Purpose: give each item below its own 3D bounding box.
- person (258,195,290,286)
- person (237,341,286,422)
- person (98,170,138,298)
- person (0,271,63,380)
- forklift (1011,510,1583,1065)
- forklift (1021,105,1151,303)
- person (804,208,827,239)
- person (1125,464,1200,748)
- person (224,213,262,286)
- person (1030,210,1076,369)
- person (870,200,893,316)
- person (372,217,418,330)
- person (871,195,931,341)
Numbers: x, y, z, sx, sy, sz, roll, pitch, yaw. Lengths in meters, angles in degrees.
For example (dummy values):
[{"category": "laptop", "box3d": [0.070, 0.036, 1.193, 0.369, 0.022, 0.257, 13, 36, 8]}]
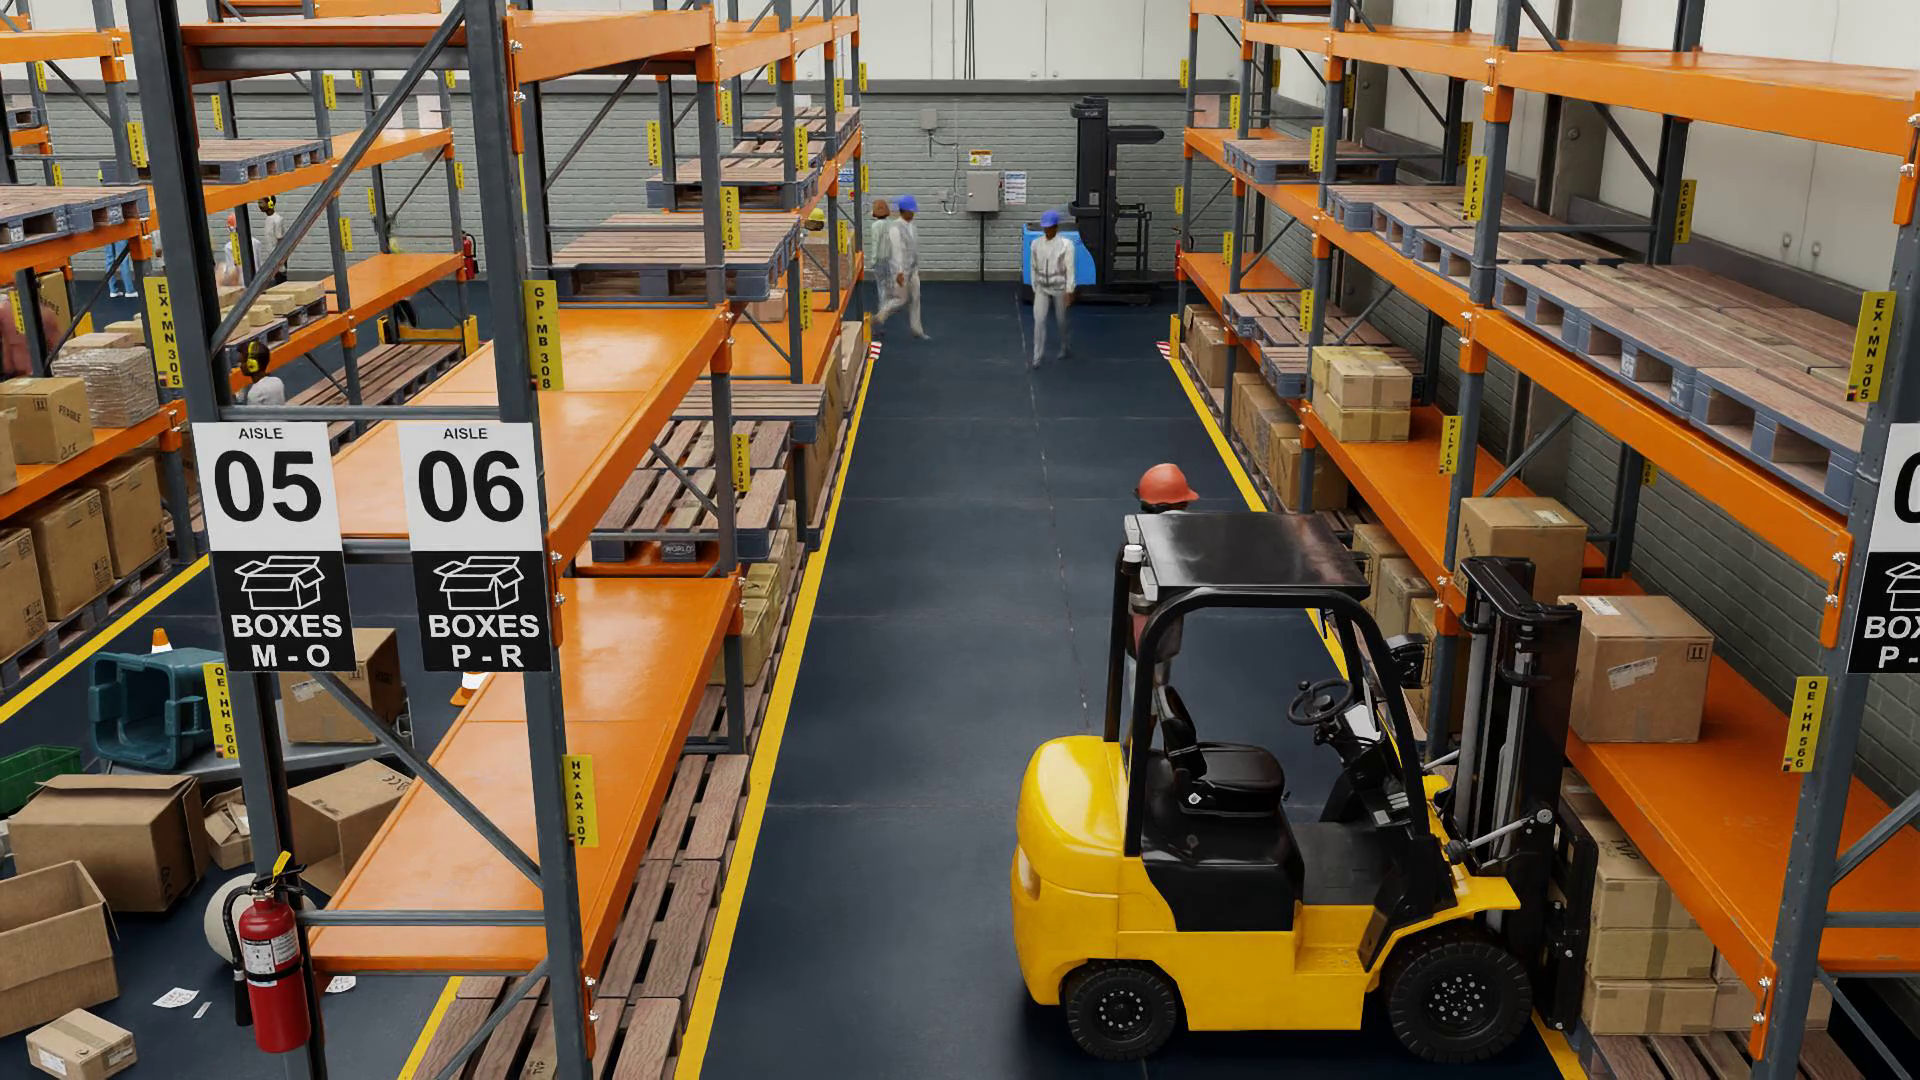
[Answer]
[{"category": "person", "box3d": [-9.251, -3.791, 22.566, 0.334, 1.859, 0.510, -12, 22, -32]}, {"category": "person", "box3d": [-5.403, -0.634, 12.996, 0.316, 1.867, 0.531, 0, 18, -1]}, {"category": "person", "box3d": [-12.612, -4.574, 24.814, 0.594, 1.926, 0.367, 3, 18, 8]}, {"category": "person", "box3d": [-8.955, -1.696, 16.242, 0.660, 1.849, 1.008, 8, 20, 24]}, {"category": "forklift", "box3d": [1.387, 1.055, 7.378, 2.313, 2.155, 1.214, 0, 18, 0]}, {"category": "forklift", "box3d": [1.857, -4.944, 24.441, 1.873, 2.768, 1.129, 0, 18, 0]}, {"category": "person", "box3d": [-1.882, -3.477, 21.810, 0.324, 1.730, 0.491, 0, 18, 0]}, {"category": "person", "box3d": [1.082, 0.574, 9.066, 0.372, 2.043, 0.615, 5, 19, 15]}, {"category": "person", "box3d": [-9.094, -3.266, 21.133, 0.337, 1.749, 0.574, 7, 19, 19]}, {"category": "person", "box3d": [1.161, -3.097, 20.385, 0.615, 1.912, 0.953, 8, 20, 22]}, {"category": "person", "box3d": [-1.111, -3.974, 23.457, 0.279, 1.635, 0.507, 9, 20, 24]}, {"category": "person", "box3d": [-7.355, -3.428, 21.748, 0.519, 1.658, 0.529, -12, 22, -32]}, {"category": "person", "box3d": [-0.765, -3.551, 21.728, 0.716, 1.921, 0.619, 10, 21, 27]}]
